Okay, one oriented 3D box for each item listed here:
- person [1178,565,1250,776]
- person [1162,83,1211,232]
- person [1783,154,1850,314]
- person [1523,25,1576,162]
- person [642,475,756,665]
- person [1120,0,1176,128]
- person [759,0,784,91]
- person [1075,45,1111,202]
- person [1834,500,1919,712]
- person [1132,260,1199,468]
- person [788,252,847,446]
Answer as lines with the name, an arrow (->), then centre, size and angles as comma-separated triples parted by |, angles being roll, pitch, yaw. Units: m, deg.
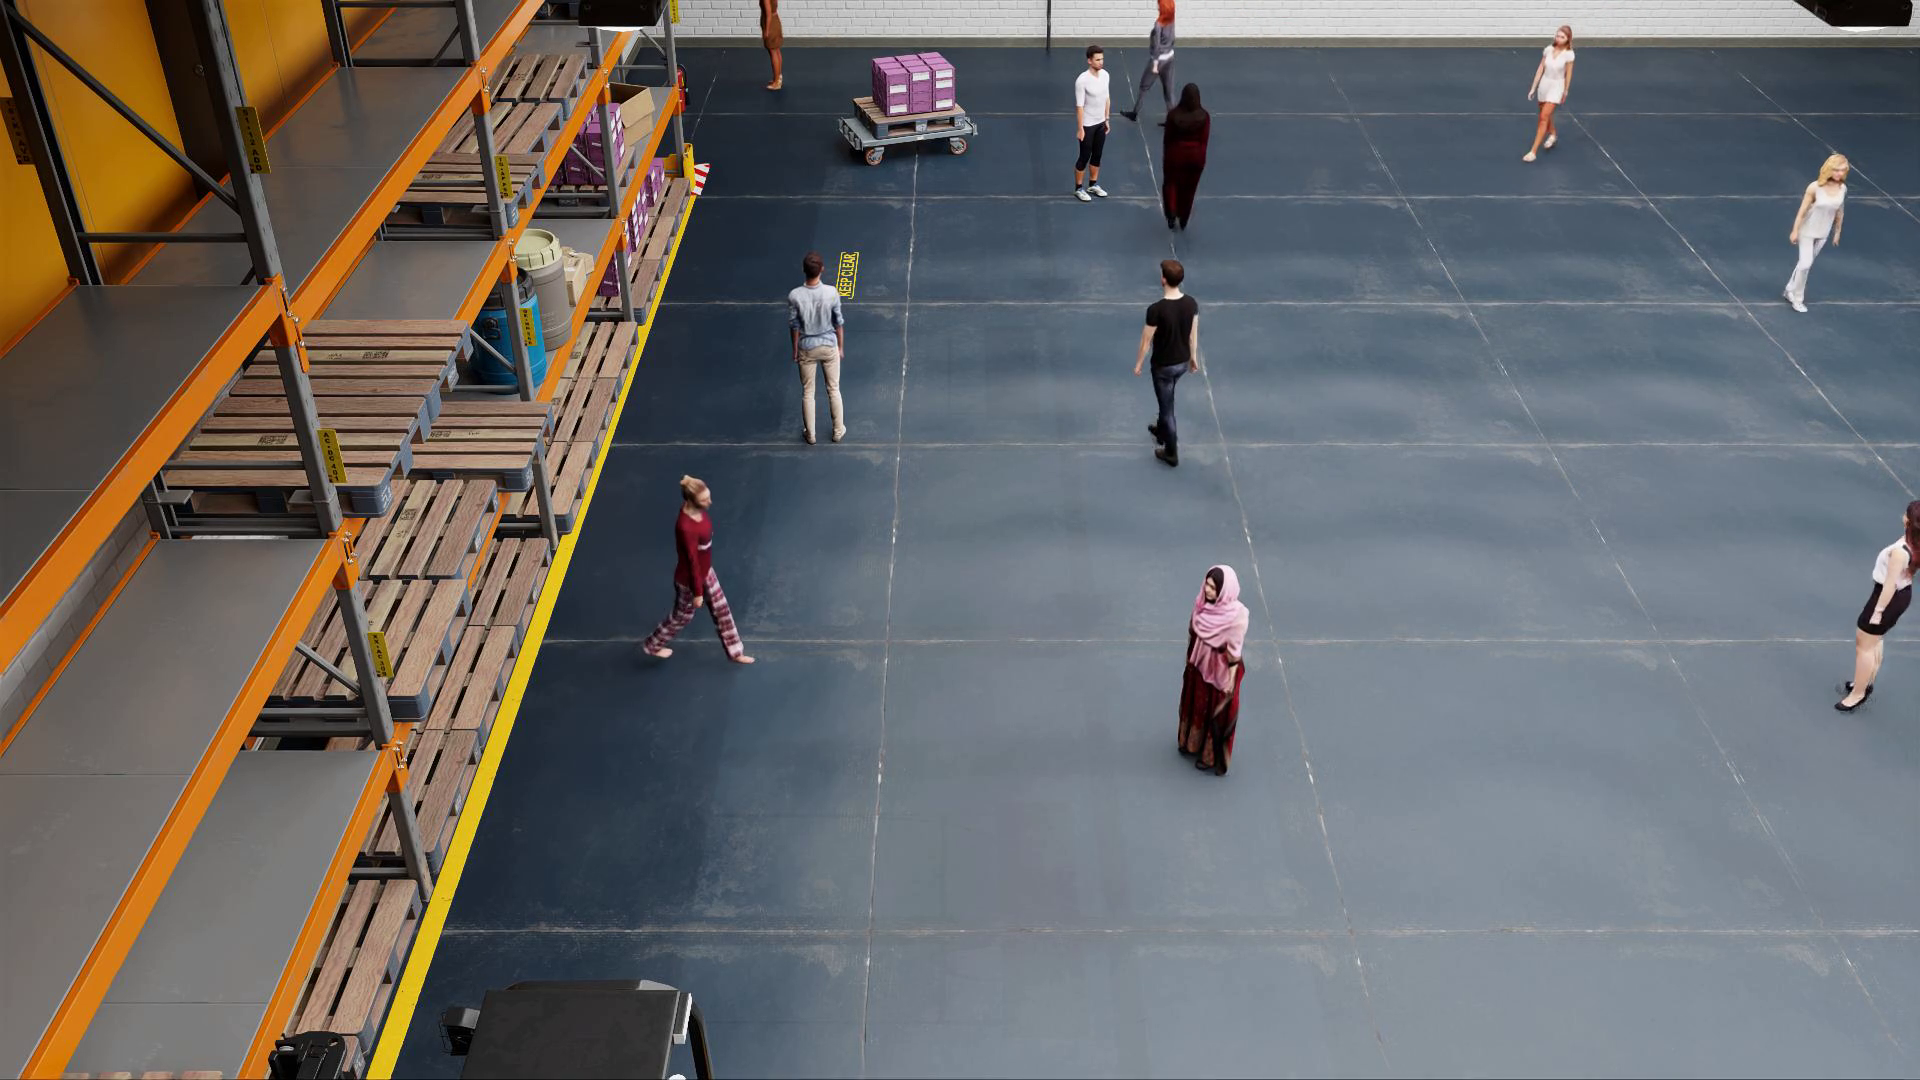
person -> 1.730, 0.849, 11.291 | 0.825, 1.634, 0.740 | -23, 40, -31
person -> 2.566, -4.309, 18.948 | 0.689, 1.746, 0.789 | 3, 34, 4
person -> 8.943, -3.277, 17.479 | 0.684, 1.654, 0.819 | -5, 34, -7
person -> 7.538, -5.702, 21.127 | 1.123, 1.655, 1.101 | -27, 42, -34
person -> -2.028, 0.248, 12.174 | 0.838, 1.656, 1.061 | 1, 34, 2
person -> 2.718, -6.243, 21.861 | 1.076, 1.742, 1.052 | 25, 41, 33
person -> -2.645, -7.174, 23.313 | 0.629, 1.686, 0.467 | 3, 34, 5
person -> 1.576, -5.002, 19.898 | 0.738, 1.848, 0.783 | -26, 41, -33
person -> 6.602, 0.487, 11.842 | 0.785, 1.625, 0.729 | 20, 39, 28
person -> 1.898, -1.511, 14.626 | 0.934, 1.873, 1.041 | -16, 37, -23
person -> -1.280, -1.722, 14.966 | 0.663, 1.848, 0.578 | -3, 34, -5
